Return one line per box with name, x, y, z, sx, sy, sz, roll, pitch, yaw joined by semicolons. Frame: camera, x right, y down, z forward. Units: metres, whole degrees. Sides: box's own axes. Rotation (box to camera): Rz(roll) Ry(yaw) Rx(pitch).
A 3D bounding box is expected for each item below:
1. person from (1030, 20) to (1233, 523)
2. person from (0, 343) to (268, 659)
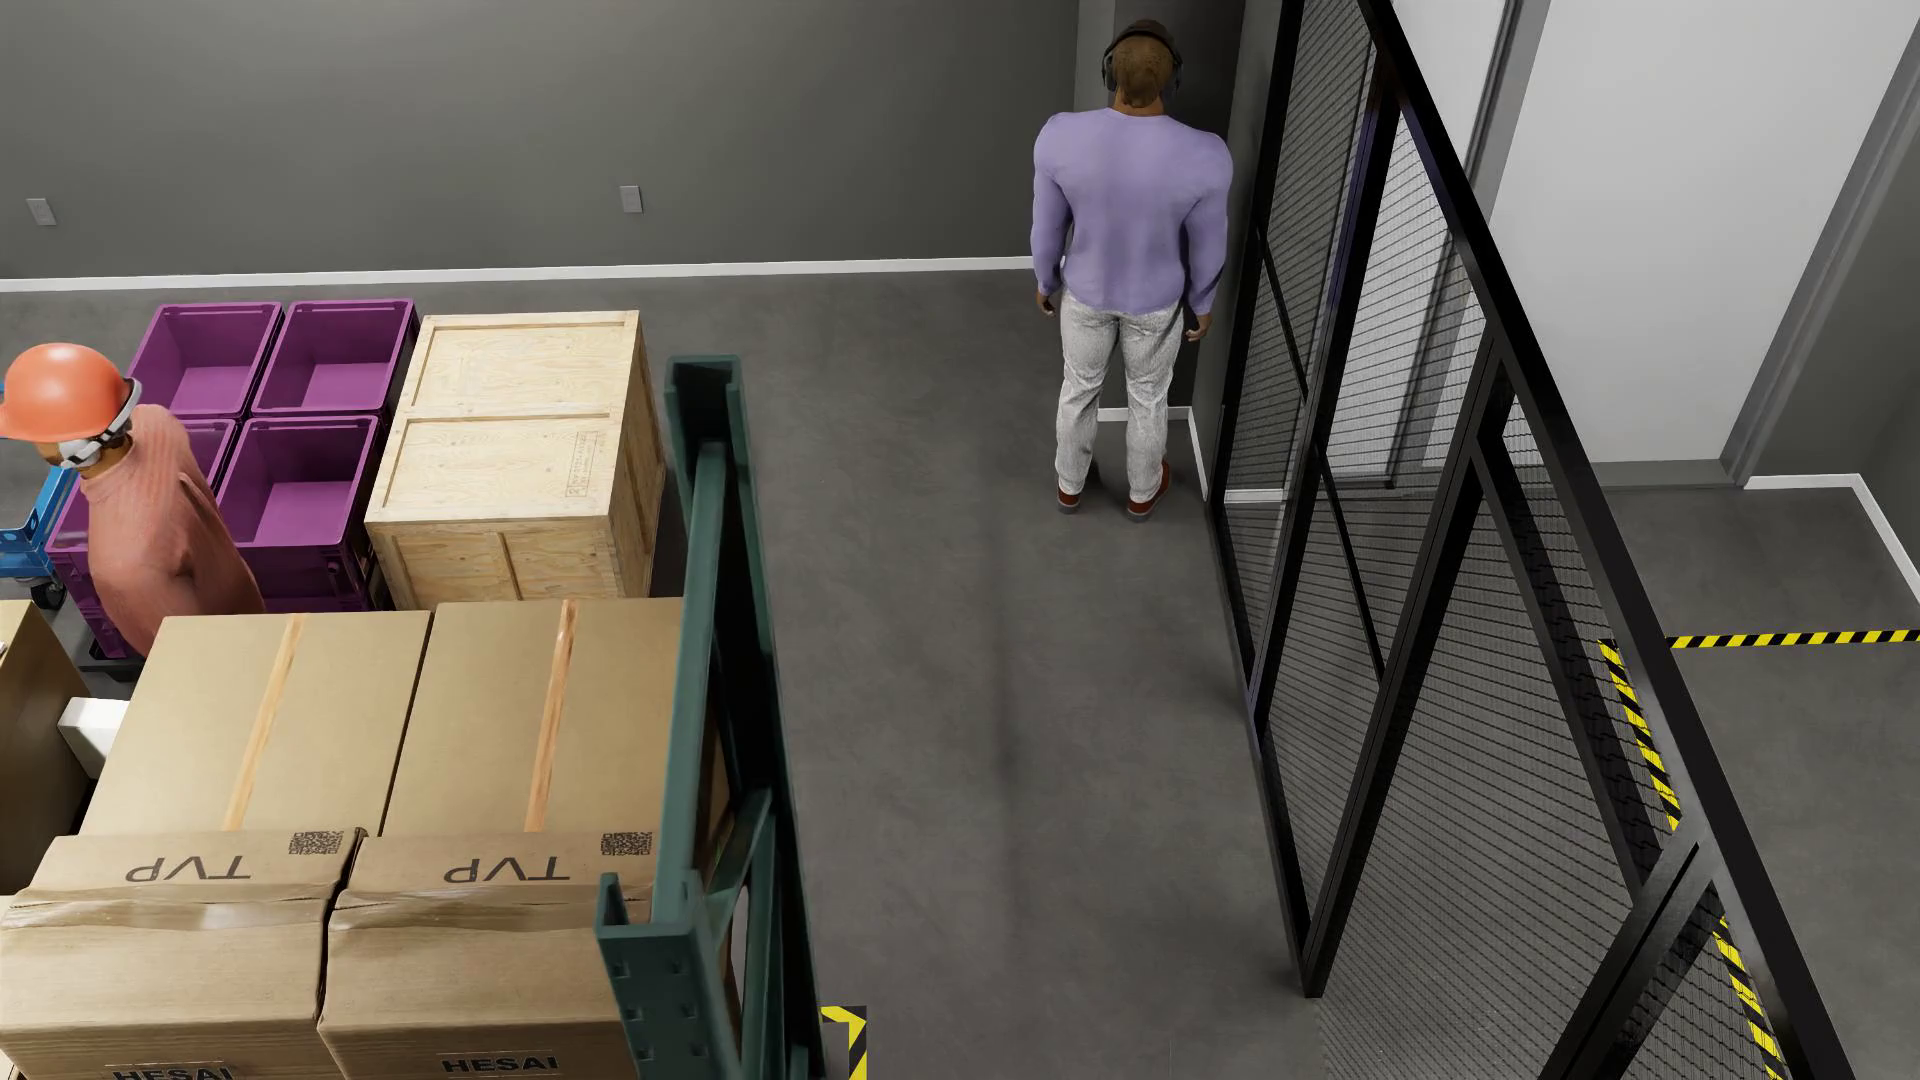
person;0.550;-0.837;5.555;0.635;1.939;0.361;10;47;9
person;-2.046;0.262;4.468;0.383;1.996;0.609;-11;47;-10
